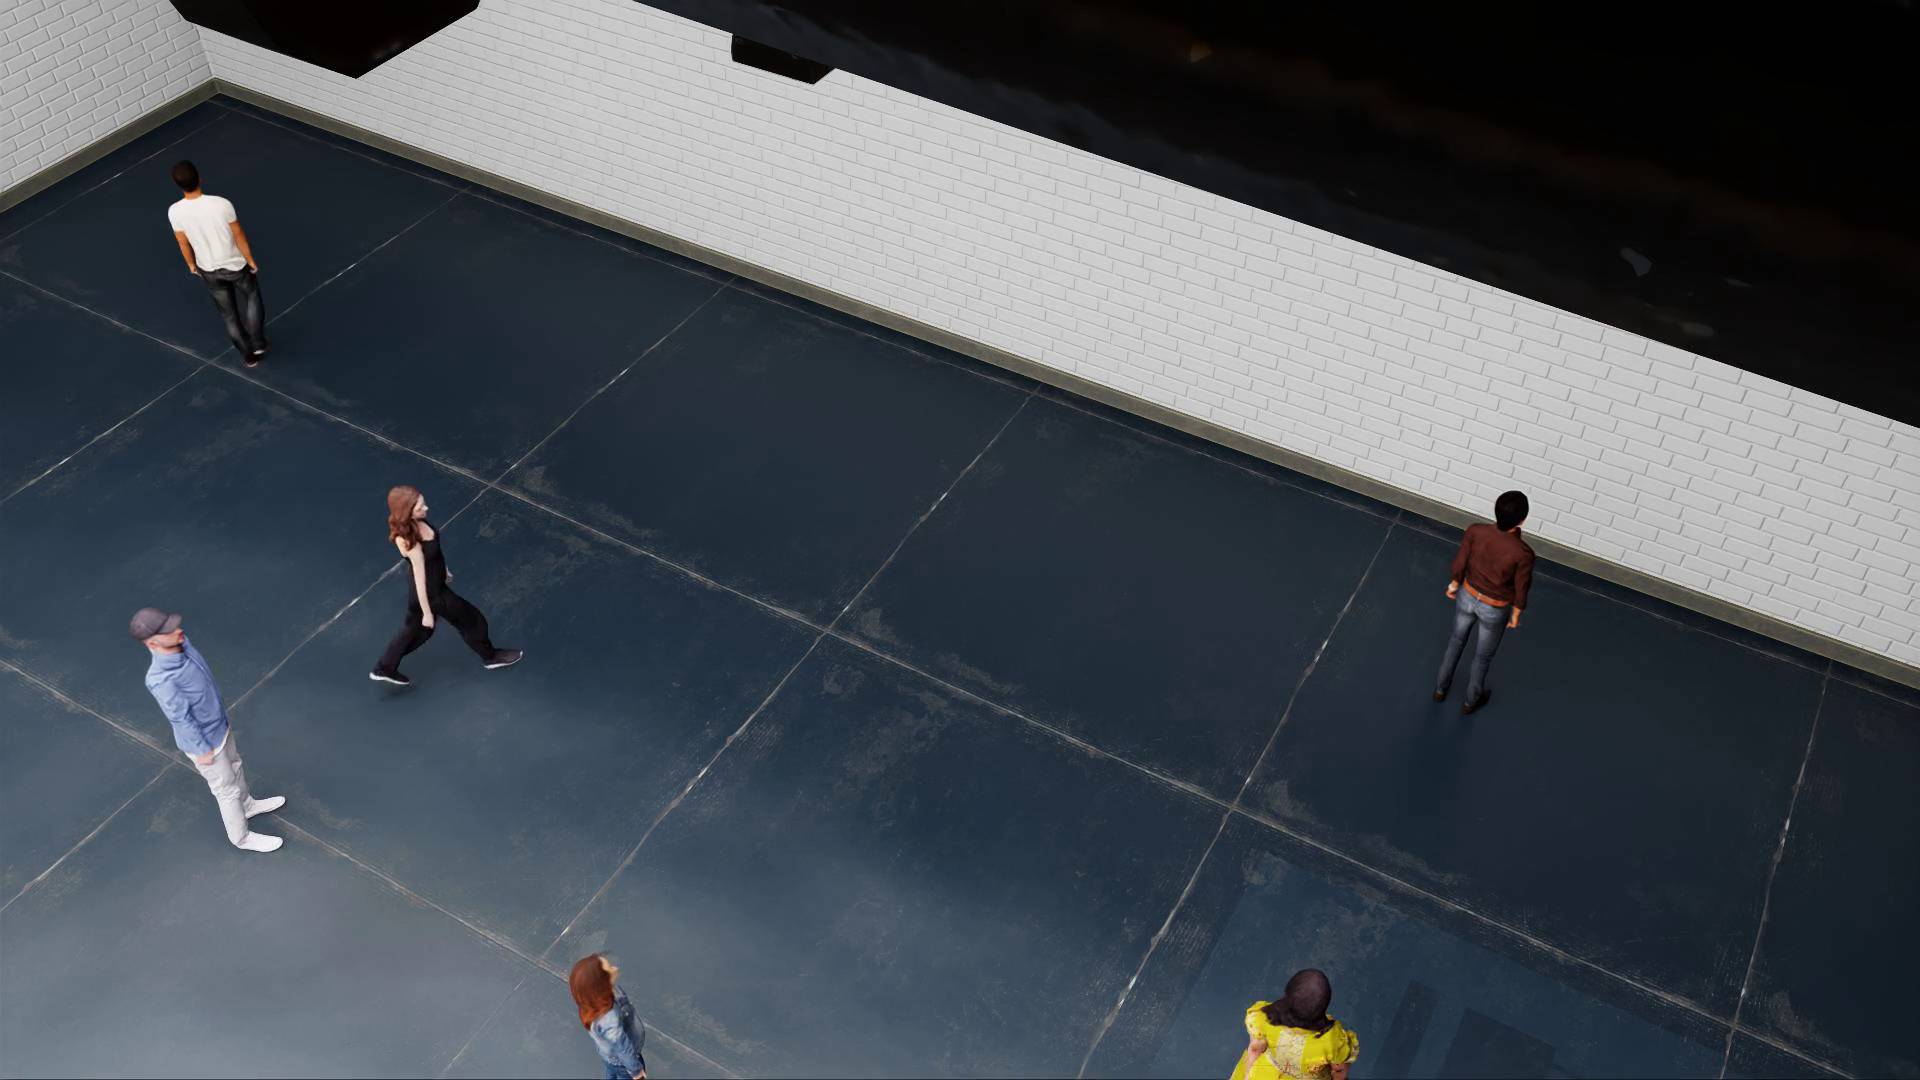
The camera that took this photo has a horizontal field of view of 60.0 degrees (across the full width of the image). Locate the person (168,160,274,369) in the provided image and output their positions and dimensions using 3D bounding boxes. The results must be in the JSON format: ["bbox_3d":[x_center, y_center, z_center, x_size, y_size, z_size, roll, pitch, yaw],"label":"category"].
[{"bbox_3d":[-5.737,-2.089,12.918,0.770,1.799,0.835,-11,45,-11],"label":"person"}]

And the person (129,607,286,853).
[{"bbox_3d":[-4.332,1.071,9.529,0.798,1.888,0.731,-9,44,-10],"label":"person"}]

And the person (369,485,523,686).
[{"bbox_3d":[-3.428,0.332,10.442,1.213,1.699,1.123,-13,45,-13],"label":"person"}]

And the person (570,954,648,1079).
[{"bbox_3d":[-1.715,2.516,8.309,0.653,1.477,0.640,-22,48,-22],"label":"person"}]

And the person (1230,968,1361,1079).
[{"bbox_3d":[1.561,2.691,8.013,0.750,1.643,0.697,22,48,21],"label":"person"}]

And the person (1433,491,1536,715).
[{"bbox_3d":[3.249,0.393,10.318,0.684,1.781,0.586,31,52,28],"label":"person"}]
